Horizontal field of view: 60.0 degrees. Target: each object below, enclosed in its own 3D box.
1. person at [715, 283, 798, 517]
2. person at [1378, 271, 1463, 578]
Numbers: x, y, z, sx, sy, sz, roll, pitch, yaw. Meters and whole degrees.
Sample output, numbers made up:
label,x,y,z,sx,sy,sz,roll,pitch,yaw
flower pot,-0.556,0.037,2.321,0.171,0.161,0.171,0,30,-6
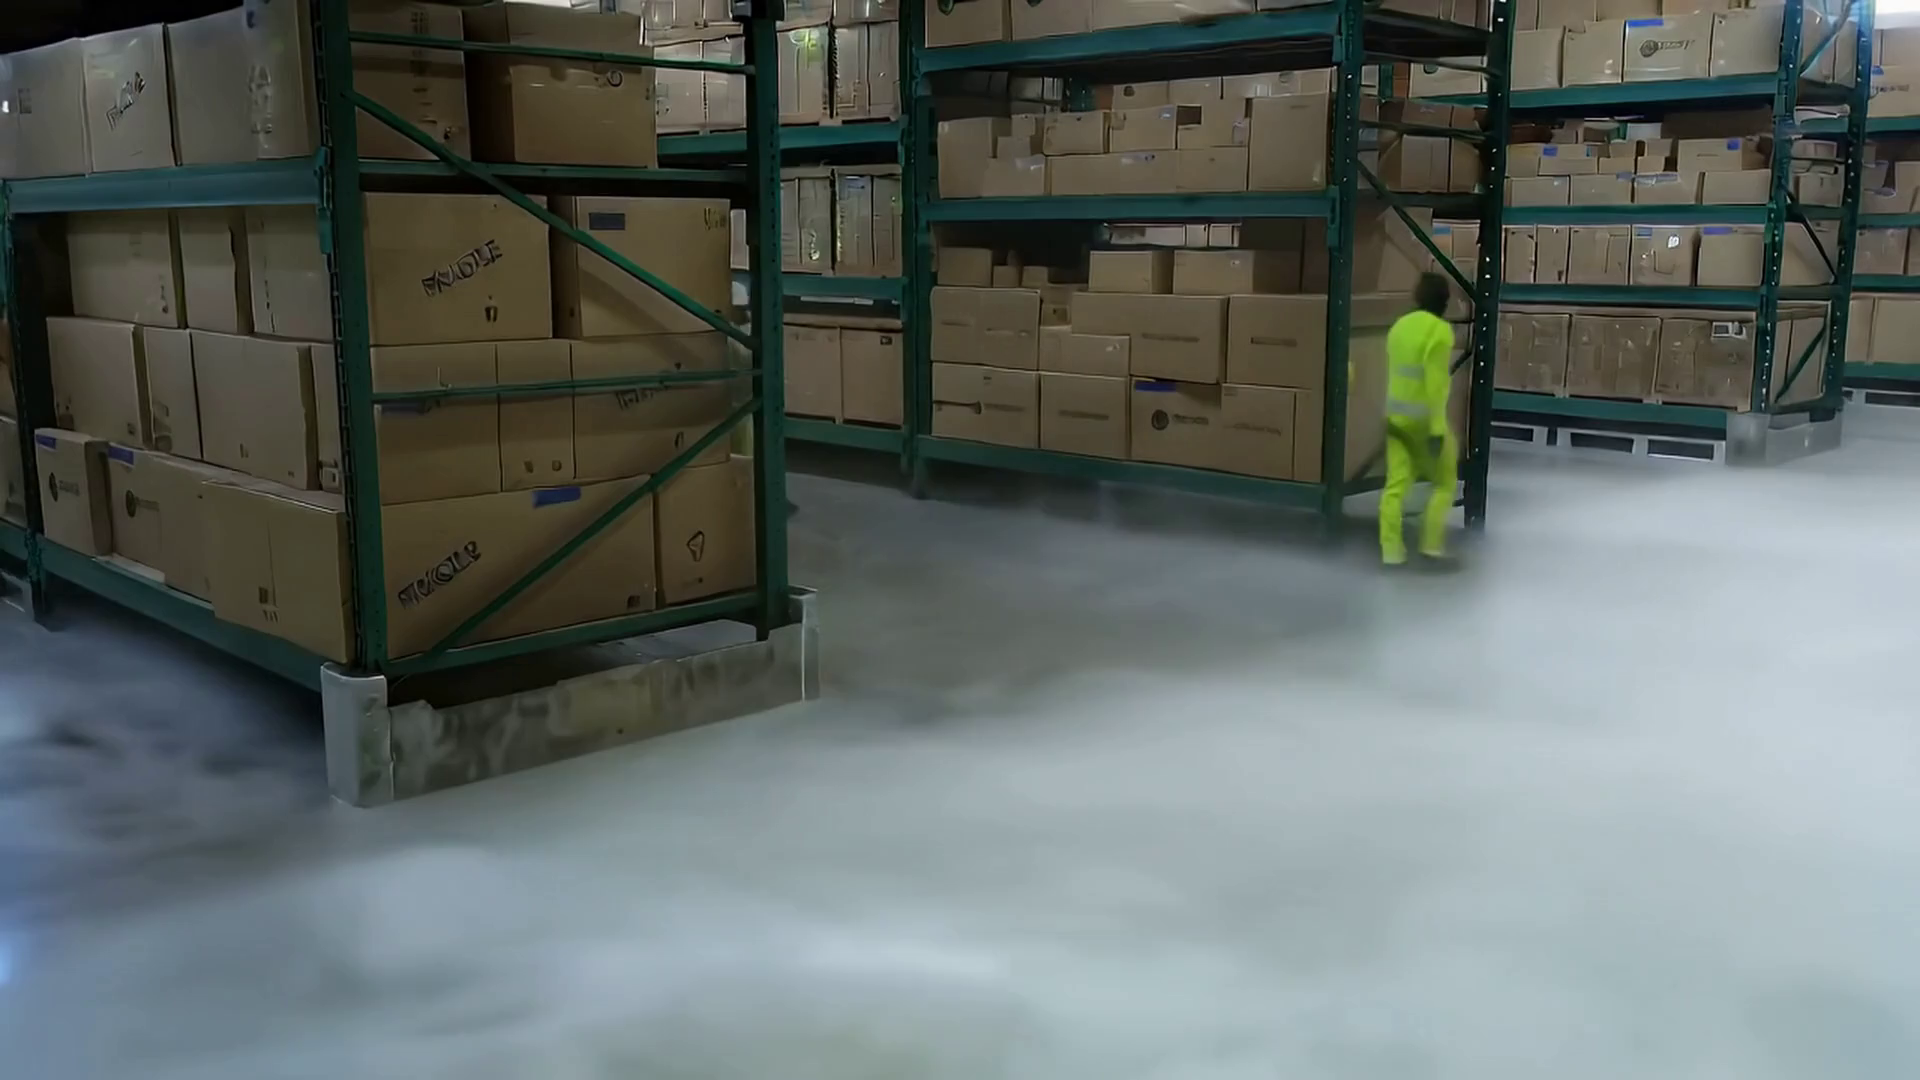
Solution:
label,x,y,z,sx,sy,sz,roll,pitch,yaw
person,-1.691,-1.024,12.437,0.948,1.781,0.620,6,12,28
person,2.892,-0.713,10.383,0.655,1.908,0.642,-5,11,-25
